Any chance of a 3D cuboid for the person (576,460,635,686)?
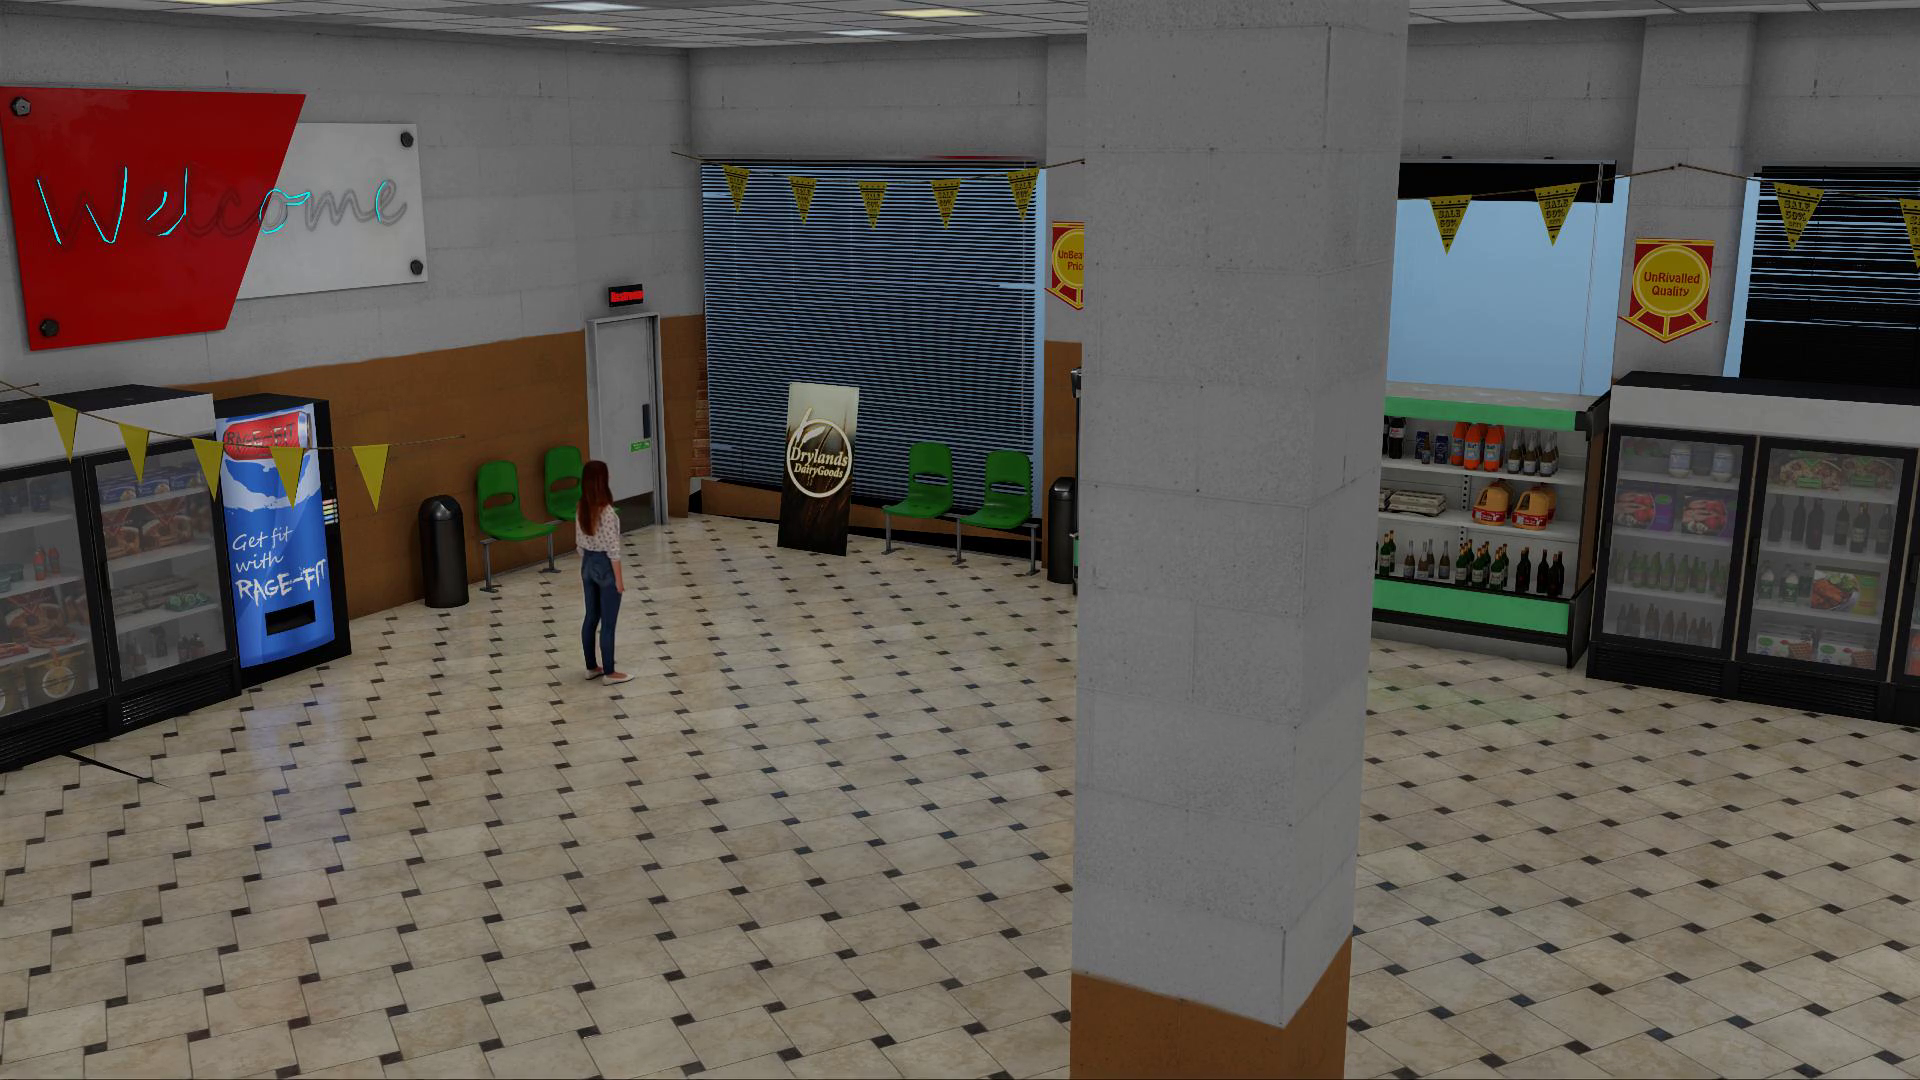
[{"bbox_3d":[-2.762,0.239,12.747,0.487,1.728,0.674,11,18,39],"label":"person"}]
